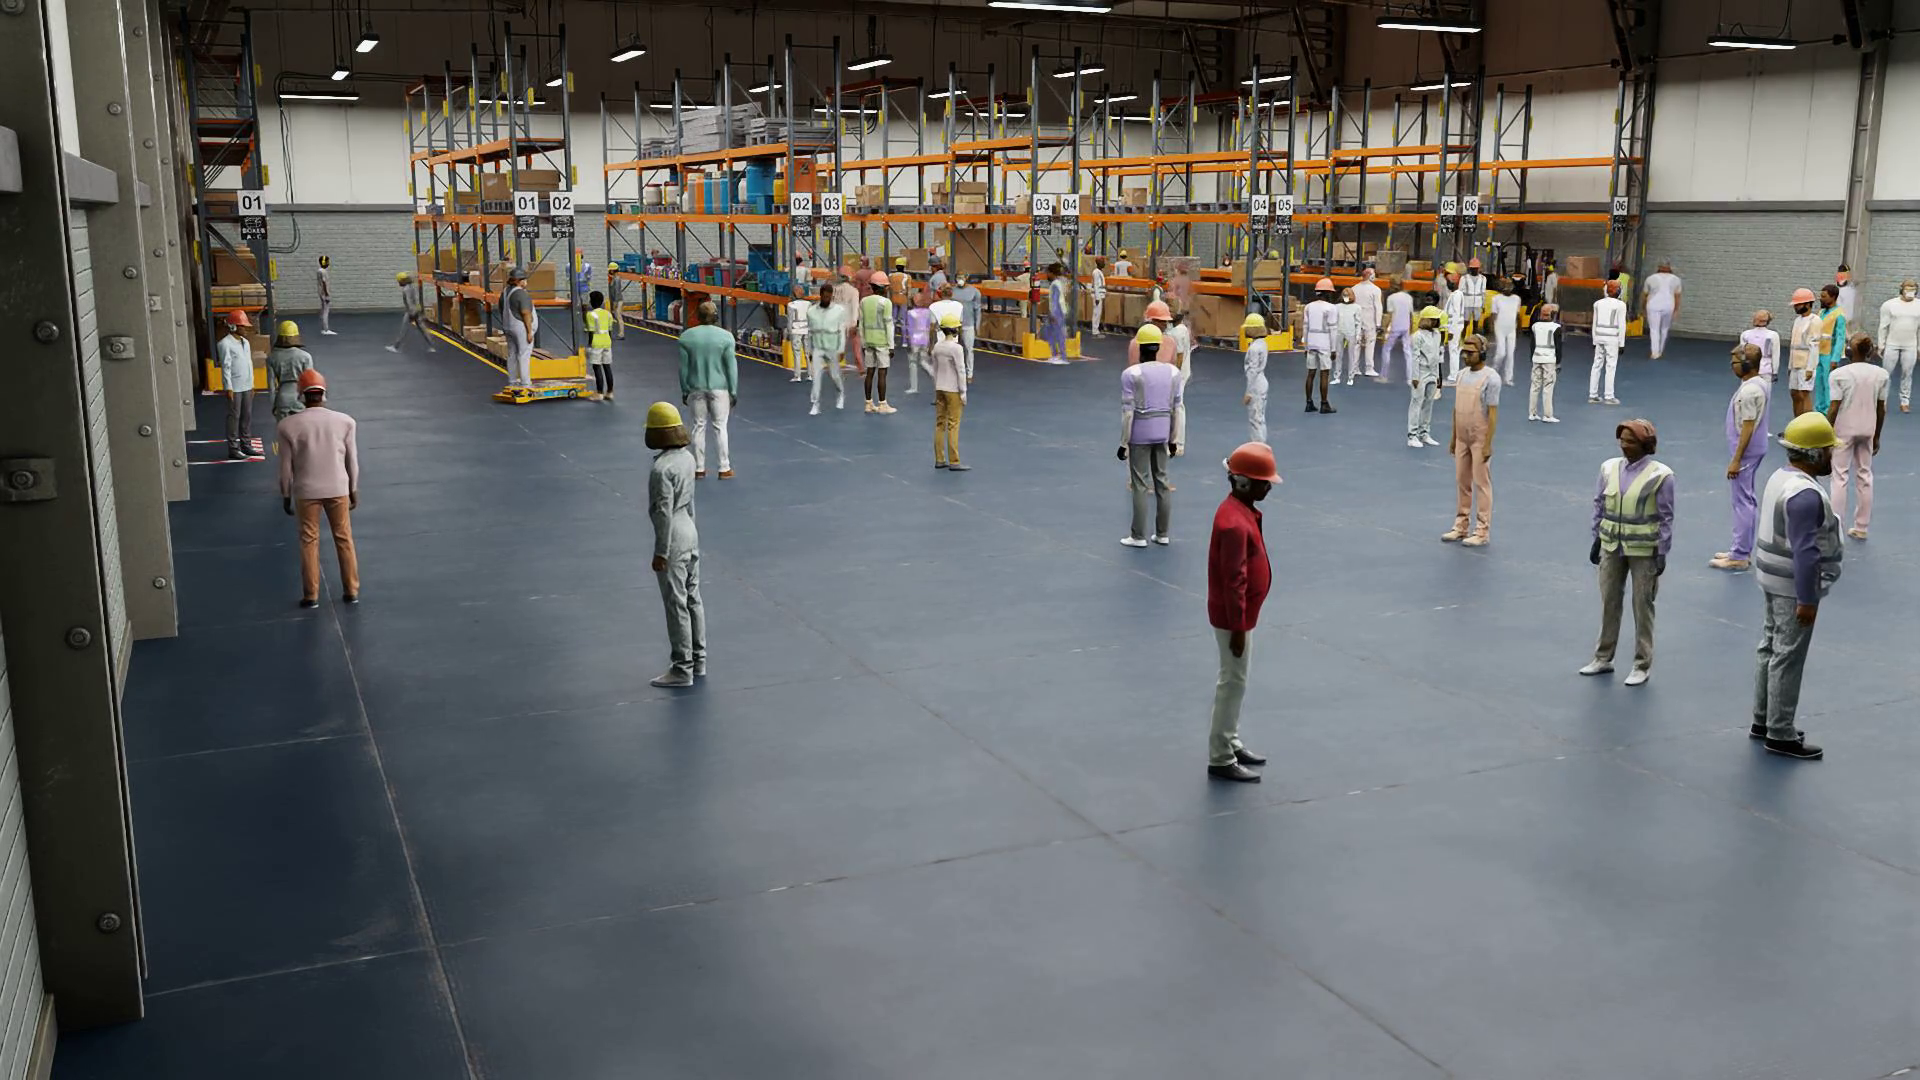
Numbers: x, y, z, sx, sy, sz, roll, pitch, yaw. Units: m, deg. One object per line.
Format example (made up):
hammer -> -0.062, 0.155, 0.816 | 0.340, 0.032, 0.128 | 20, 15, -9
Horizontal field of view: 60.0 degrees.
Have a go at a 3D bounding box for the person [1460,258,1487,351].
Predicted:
person -> 10.697, -4.902, 34.706 | 0.552, 1.935, 0.360 | 1, 11, 3

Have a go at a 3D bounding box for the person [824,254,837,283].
person -> -3.992, -8.111, 51.815 | 0.502, 1.629, 0.287 | 4, 12, 18

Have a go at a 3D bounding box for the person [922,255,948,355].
person -> -0.505, -4.755, 33.694 | 0.536, 2.000, 0.683 | 0, 11, 2

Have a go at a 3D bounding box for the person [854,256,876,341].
person -> -2.133, -5.395, 37.294 | 0.643, 1.908, 0.399 | -10, 15, -41

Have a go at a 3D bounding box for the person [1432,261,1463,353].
person -> 10.008, -4.785, 34.237 | 0.562, 1.898, 0.722 | -8, 13, -34

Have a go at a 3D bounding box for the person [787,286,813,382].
person -> -2.727, -3.513, 28.416 | 0.521, 1.636, 0.311 | -8, 14, -34

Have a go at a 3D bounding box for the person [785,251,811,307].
person -> -3.605, -5.380, 36.875 | 0.615, 2.038, 0.396 | -4, 12, -21

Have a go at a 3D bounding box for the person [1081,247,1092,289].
person -> 3.774, -7.772, 49.459 | 0.344, 1.876, 0.577 | -11, 16, -44

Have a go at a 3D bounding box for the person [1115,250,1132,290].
person -> 4.836, -7.677, 49.249 | 0.523, 1.769, 0.313 | 2, 11, 8

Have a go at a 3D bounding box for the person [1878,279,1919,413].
person -> 13.599, -2.795, 24.023 | 0.631, 1.932, 0.363 | 4, 12, 20

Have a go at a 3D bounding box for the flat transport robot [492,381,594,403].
flat transport robot -> -6.449, -2.300, 25.733 | 0.652, 0.197, 1.431 | 9, 15, 40

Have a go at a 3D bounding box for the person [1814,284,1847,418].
person -> 11.702, -2.474, 22.417 | 0.397, 1.919, 0.590 | 0, 11, 1

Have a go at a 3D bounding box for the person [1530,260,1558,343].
person -> 12.839, -5.221, 36.542 | 0.735, 1.845, 0.536 | 2, 11, 10

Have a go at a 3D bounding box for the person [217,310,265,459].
person -> -8.454, -1.821, 19.548 | 0.350, 1.743, 0.564 | 2, 11, 8

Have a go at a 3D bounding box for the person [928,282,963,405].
person -> -0.212, -2.932, 24.926 | 0.569, 1.845, 0.385 | -6, 13, -29

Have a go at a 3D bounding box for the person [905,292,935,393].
person -> -0.633, -3.131, 26.519 | 0.527, 1.624, 0.519 | 9, 14, 39

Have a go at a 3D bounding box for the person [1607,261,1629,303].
person -> 14.606, -5.287, 36.962 | 0.565, 1.829, 0.460 | -4, 12, -19

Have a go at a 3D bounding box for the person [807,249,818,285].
person -> -4.594, -8.168, 51.804 | 0.349, 1.743, 0.563 | 0, 11, 2

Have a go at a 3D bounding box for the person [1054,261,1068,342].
person -> 2.101, -4.932, 35.052 | 0.316, 1.867, 0.539 | -5, 12, -22

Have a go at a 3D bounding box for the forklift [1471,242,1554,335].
forklift -> 13.047, -6.049, 39.881 | 2.313, 2.155, 1.214 | -5, 12, -23

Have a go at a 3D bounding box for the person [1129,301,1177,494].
person -> 1.995, -1.462, 17.112 | 0.616, 1.986, 0.398 | -7, 13, -31

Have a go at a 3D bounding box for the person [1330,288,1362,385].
person -> 6.488, -3.422, 27.961 | 0.498, 1.632, 0.286 | 7, 13, 31

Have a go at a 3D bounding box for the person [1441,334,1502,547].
person -> 4.459, -0.867, 14.456 | 0.339, 1.839, 0.504 | -5, 12, -25

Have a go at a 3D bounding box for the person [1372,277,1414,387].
person -> 7.281, -3.471, 27.768 | 0.636, 1.795, 0.817 | -5, 12, -22

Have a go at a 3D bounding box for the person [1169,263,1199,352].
person -> 4.576, -4.824, 34.543 | 0.993, 1.856, 0.648 | 7, 13, 33

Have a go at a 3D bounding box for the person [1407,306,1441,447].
person -> 5.775, -2.022, 20.563 | 0.493, 1.743, 0.301 | -8, 14, -37

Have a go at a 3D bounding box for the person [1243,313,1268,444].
person -> 3.369, -1.722, 19.043 | 0.302, 1.743, 0.485 | 4, 12, 20

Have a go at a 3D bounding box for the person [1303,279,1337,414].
person -> 5.210, -2.795, 24.007 | 0.376, 1.934, 0.546 | -10, 15, -40

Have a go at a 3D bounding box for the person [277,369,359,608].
person -> -4.717, -0.382, 12.239 | 0.564, 1.744, 0.350 | -7, 13, -31

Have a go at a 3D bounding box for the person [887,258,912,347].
person -> -1.294, -5.105, 35.804 | 0.584, 1.918, 0.407 | 4, 12, 21

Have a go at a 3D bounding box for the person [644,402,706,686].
person -> -1.766, 0.024, 10.171 | 0.317, 1.741, 0.493 | 3, 11, 13

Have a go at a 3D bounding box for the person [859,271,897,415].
person -> -1.163, -2.825, 23.880 | 0.615, 2.041, 0.391 | 9, 15, 40

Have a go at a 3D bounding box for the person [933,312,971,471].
person -> -0.104, -1.661, 18.666 | 0.306, 1.772, 0.525 | -9, 14, -37

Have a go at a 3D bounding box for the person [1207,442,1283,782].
person -> 1.437, 0.362, 8.460 | 0.354, 1.738, 0.577 | 2, 11, 12
